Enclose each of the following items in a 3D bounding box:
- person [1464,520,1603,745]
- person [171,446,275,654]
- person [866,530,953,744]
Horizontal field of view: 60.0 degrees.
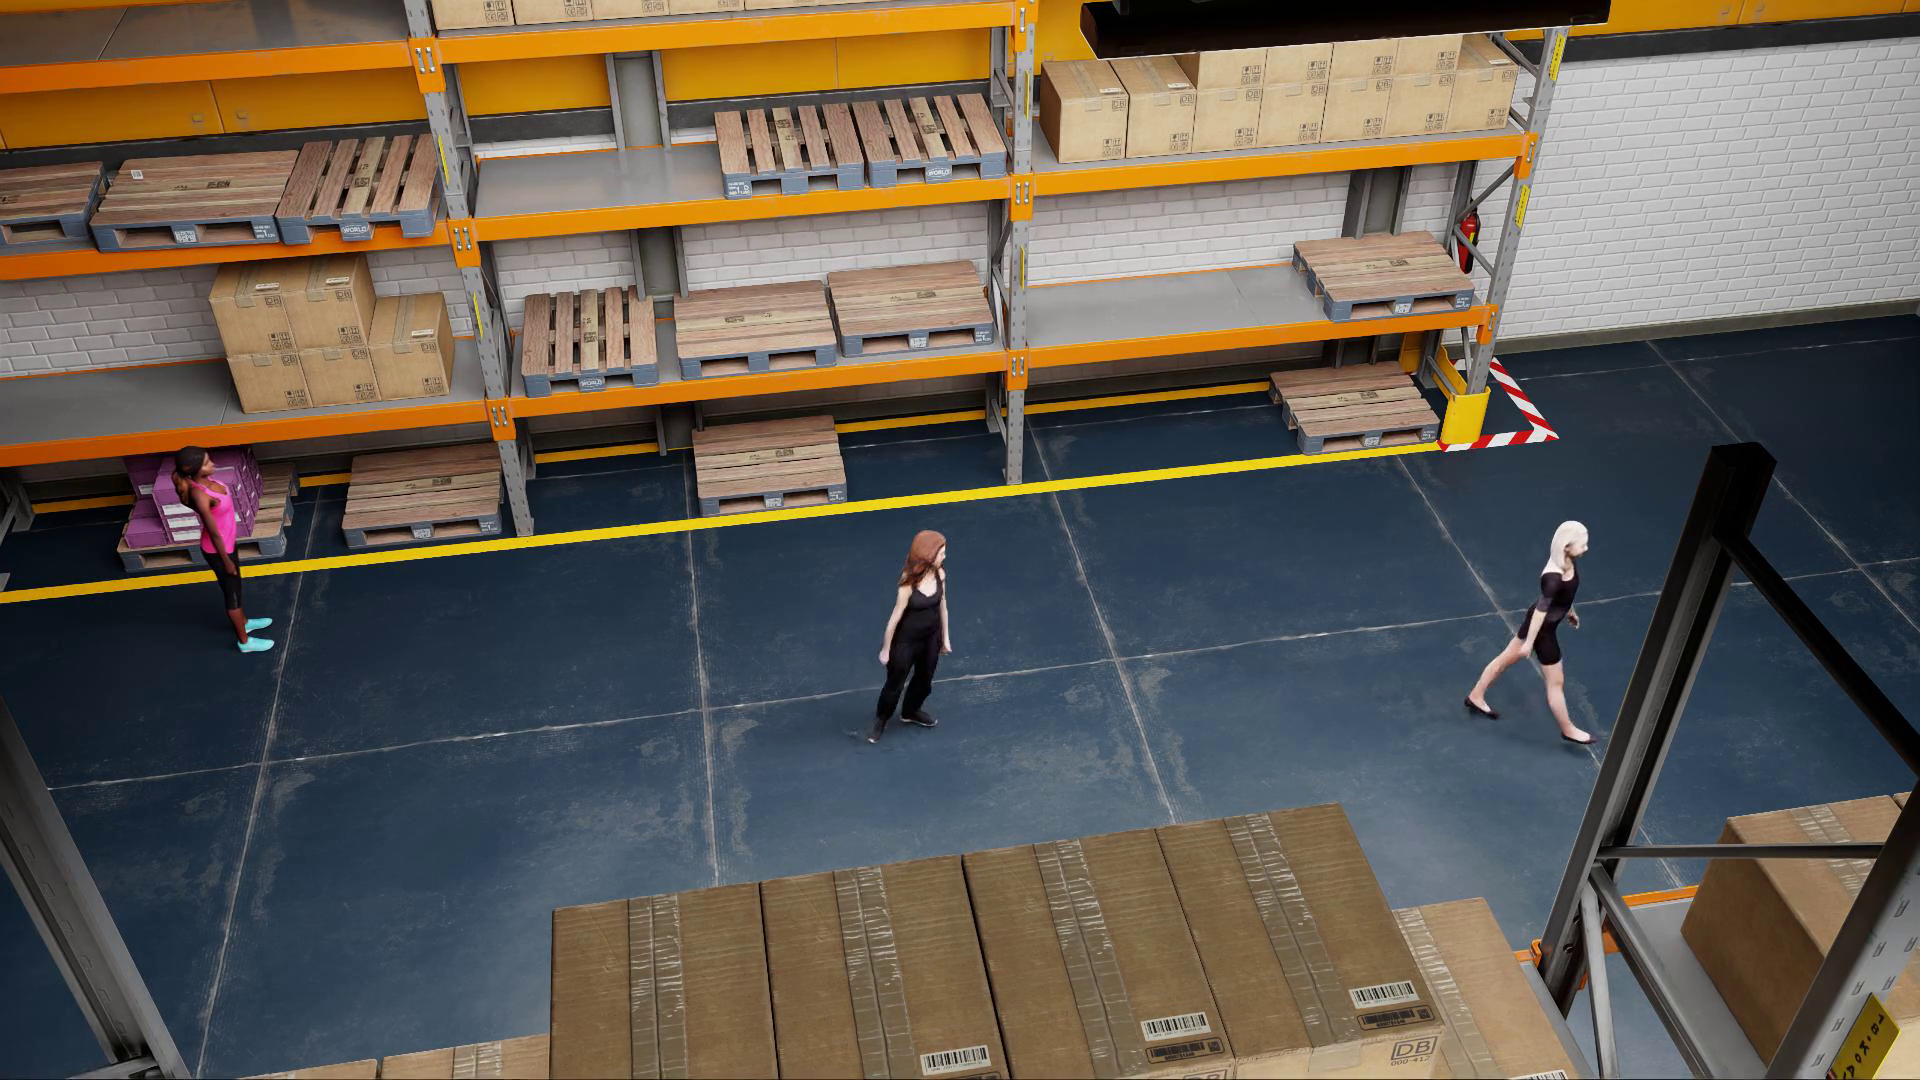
[{"bbox_3d":[3.783,0.581,11.121,1.221,1.788,0.997,13,40,16],"label":"person"},{"bbox_3d":[-5.266,0.048,11.842,0.574,1.722,0.580,-11,40,-13],"label":"person"},{"bbox_3d":[-0.365,0.646,11.103,0.772,1.710,0.920,-18,42,-22],"label":"person"}]
